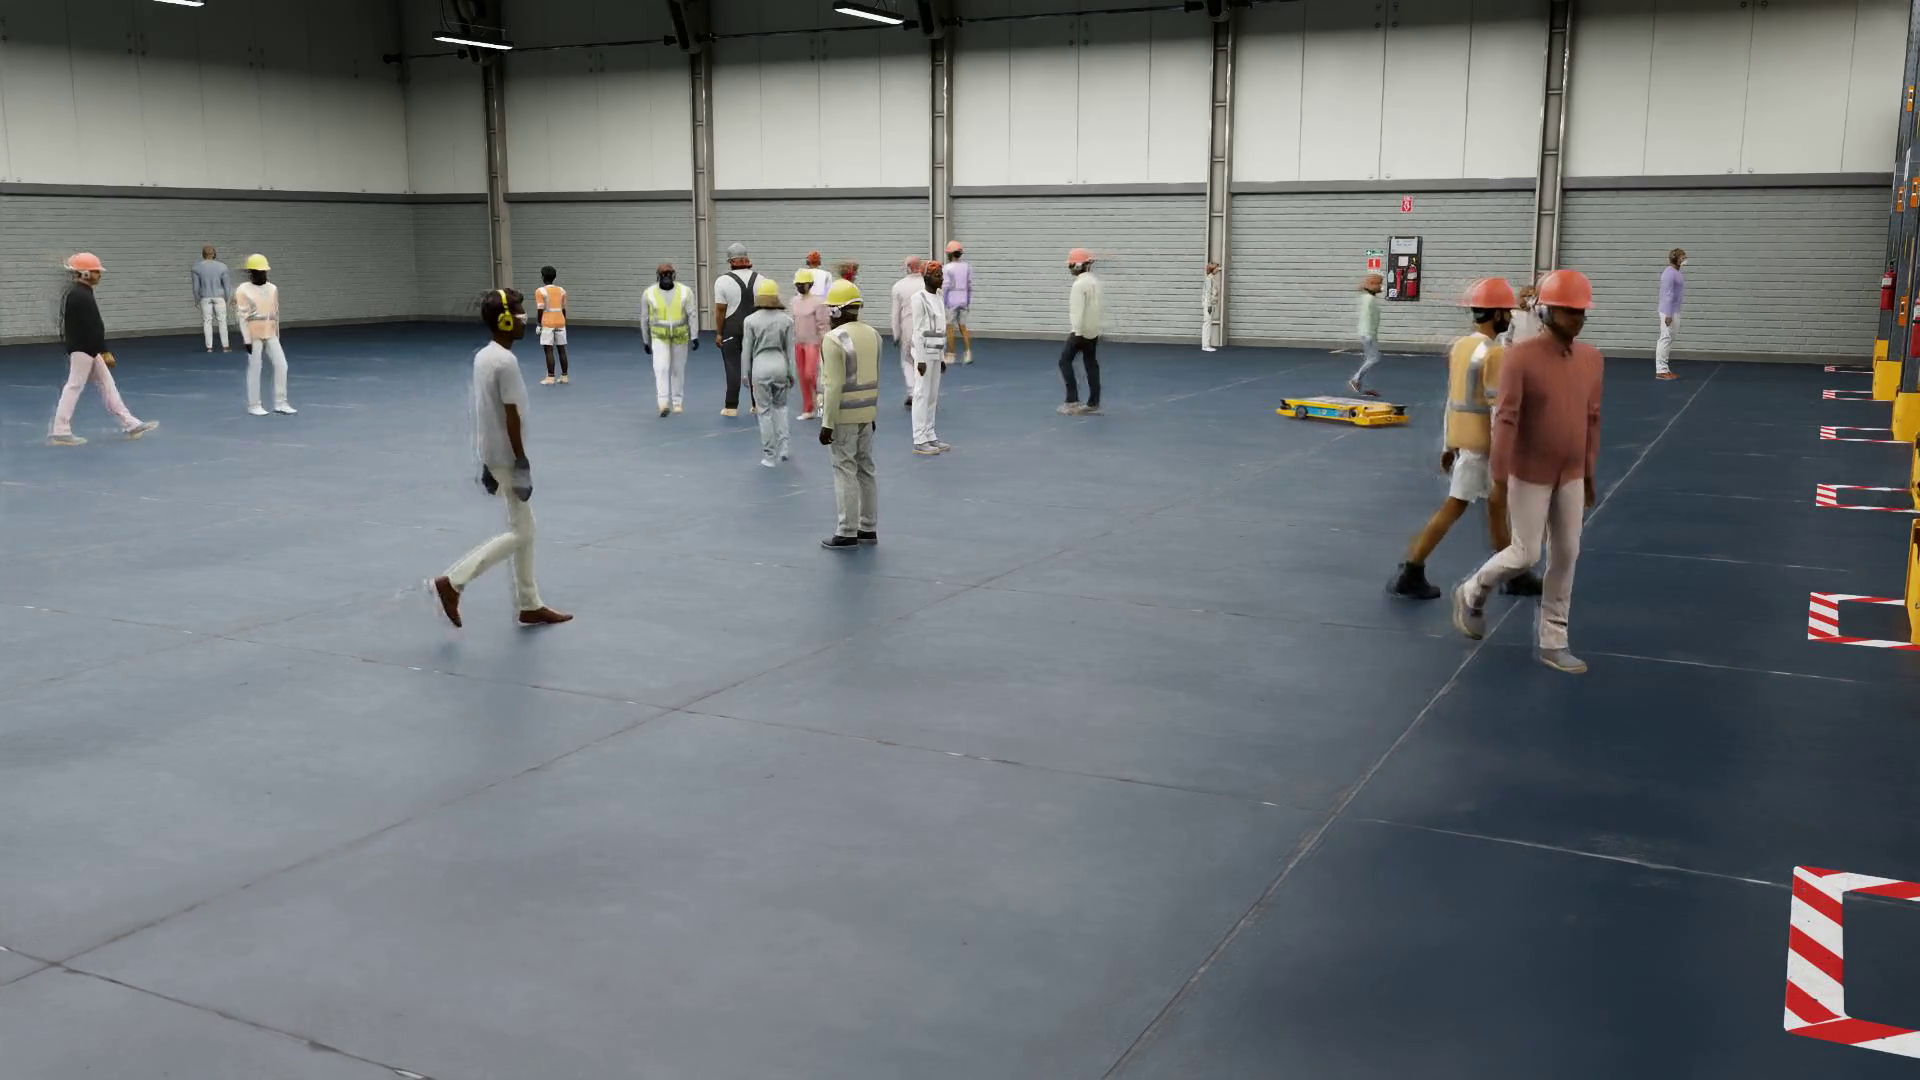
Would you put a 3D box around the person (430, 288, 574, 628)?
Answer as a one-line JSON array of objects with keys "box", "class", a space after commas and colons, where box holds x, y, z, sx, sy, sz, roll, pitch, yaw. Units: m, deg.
[{"box": [-2.473, -0.415, 8.904, 0.696, 1.856, 0.522, -5, 12, -26], "class": "person"}]

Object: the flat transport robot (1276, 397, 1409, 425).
[{"box": [4.391, -1.501, 19.148, 0.652, 0.197, 1.431, -7, 13, -34], "class": "flat transport robot"}]

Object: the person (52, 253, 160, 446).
[{"box": [-8.837, -1.948, 17.015, 1.047, 1.933, 0.624, -5, 12, -27], "class": "person"}]

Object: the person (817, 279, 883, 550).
[{"box": [-0.769, -0.848, 11.326, 0.403, 1.830, 0.599, 6, 12, 30], "class": "person"}]

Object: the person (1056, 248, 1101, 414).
[{"box": [1.415, -2.485, 19.882, 0.644, 1.973, 0.641, 6, 12, 28], "class": "person"}]

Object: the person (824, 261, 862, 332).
[{"box": [-1.386, -2.535, 20.603, 0.559, 1.803, 0.761, 5, 12, 25], "class": "person"}]

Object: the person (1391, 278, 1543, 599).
[{"box": [3.018, -0.576, 9.695, 1.018, 1.889, 0.560, -1, 10, -3], "class": "person"}]

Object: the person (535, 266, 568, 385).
[{"box": [-5.824, -3.051, 23.707, 0.319, 1.695, 0.538, 8, 13, 37], "class": "person"}]

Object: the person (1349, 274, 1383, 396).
[{"box": [5.440, -2.701, 21.975, 0.361, 1.621, 0.517, 4, 11, 22], "class": "person"}]

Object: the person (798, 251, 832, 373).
[{"box": [-2.249, -3.532, 25.819, 0.584, 1.882, 0.337, -5, 12, -27], "class": "person"}]

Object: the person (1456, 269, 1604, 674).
[{"box": [2.844, -0.351, 8.246, 0.629, 1.977, 0.674, -4, 11, -22], "class": "person"}]

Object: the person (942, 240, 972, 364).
[{"box": [-0.081, -3.925, 27.534, 0.610, 2.044, 0.383, -8, 13, -39], "class": "person"}]

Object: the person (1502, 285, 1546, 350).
[{"box": [6.107, -1.967, 18.053, 0.505, 1.608, 0.765, -1, 10, -6], "class": "person"}]

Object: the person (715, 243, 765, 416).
[{"box": [-2.619, -2.489, 19.703, 0.683, 2.000, 0.538, -7, 12, -32], "class": "person"}]

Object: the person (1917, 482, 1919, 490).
[{"box": [7.443, -0.956, 12.158, 0.592, 1.747, 0.538, 8, 13, 37], "class": "person"}]

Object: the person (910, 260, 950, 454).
[{"box": [-0.295, -1.788, 16.314, 0.357, 1.883, 0.573, 4, 11, 22], "class": "person"}]

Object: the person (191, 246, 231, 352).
[{"box": [-13.653, -4.391, 30.372, 0.631, 1.932, 0.362, -4, 11, -19], "class": "person"}]

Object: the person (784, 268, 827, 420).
[{"box": [-1.780, -2.247, 19.173, 0.536, 1.755, 0.360, 8, 13, 38], "class": "person"}]

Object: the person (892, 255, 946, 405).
[{"box": [-0.498, -2.527, 20.333, 0.669, 1.891, 0.424, -1, 10, -7], "class": "person"}]

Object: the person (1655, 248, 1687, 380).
[{"box": [10.532, -3.342, 24.632, 0.355, 1.938, 0.637, 6, 12, 30], "class": "person"}]

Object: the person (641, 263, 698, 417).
[{"box": [-3.415, -2.355, 19.655, 0.635, 1.789, 0.971, -3, 11, -15], "class": "person"}]

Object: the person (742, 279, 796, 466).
[{"box": [-1.786, -1.548, 15.443, 0.486, 1.729, 0.456, -5, 11, -24], "class": "person"}]

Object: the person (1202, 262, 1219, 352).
[{"box": [4.613, -4.293, 30.639, 0.312, 1.639, 0.520, 3, 11, 15], "class": "person"}]

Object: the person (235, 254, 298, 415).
[{"box": [-8.184, -2.405, 19.629, 0.737, 1.899, 0.612, 5, 12, 27], "class": "person"}]
